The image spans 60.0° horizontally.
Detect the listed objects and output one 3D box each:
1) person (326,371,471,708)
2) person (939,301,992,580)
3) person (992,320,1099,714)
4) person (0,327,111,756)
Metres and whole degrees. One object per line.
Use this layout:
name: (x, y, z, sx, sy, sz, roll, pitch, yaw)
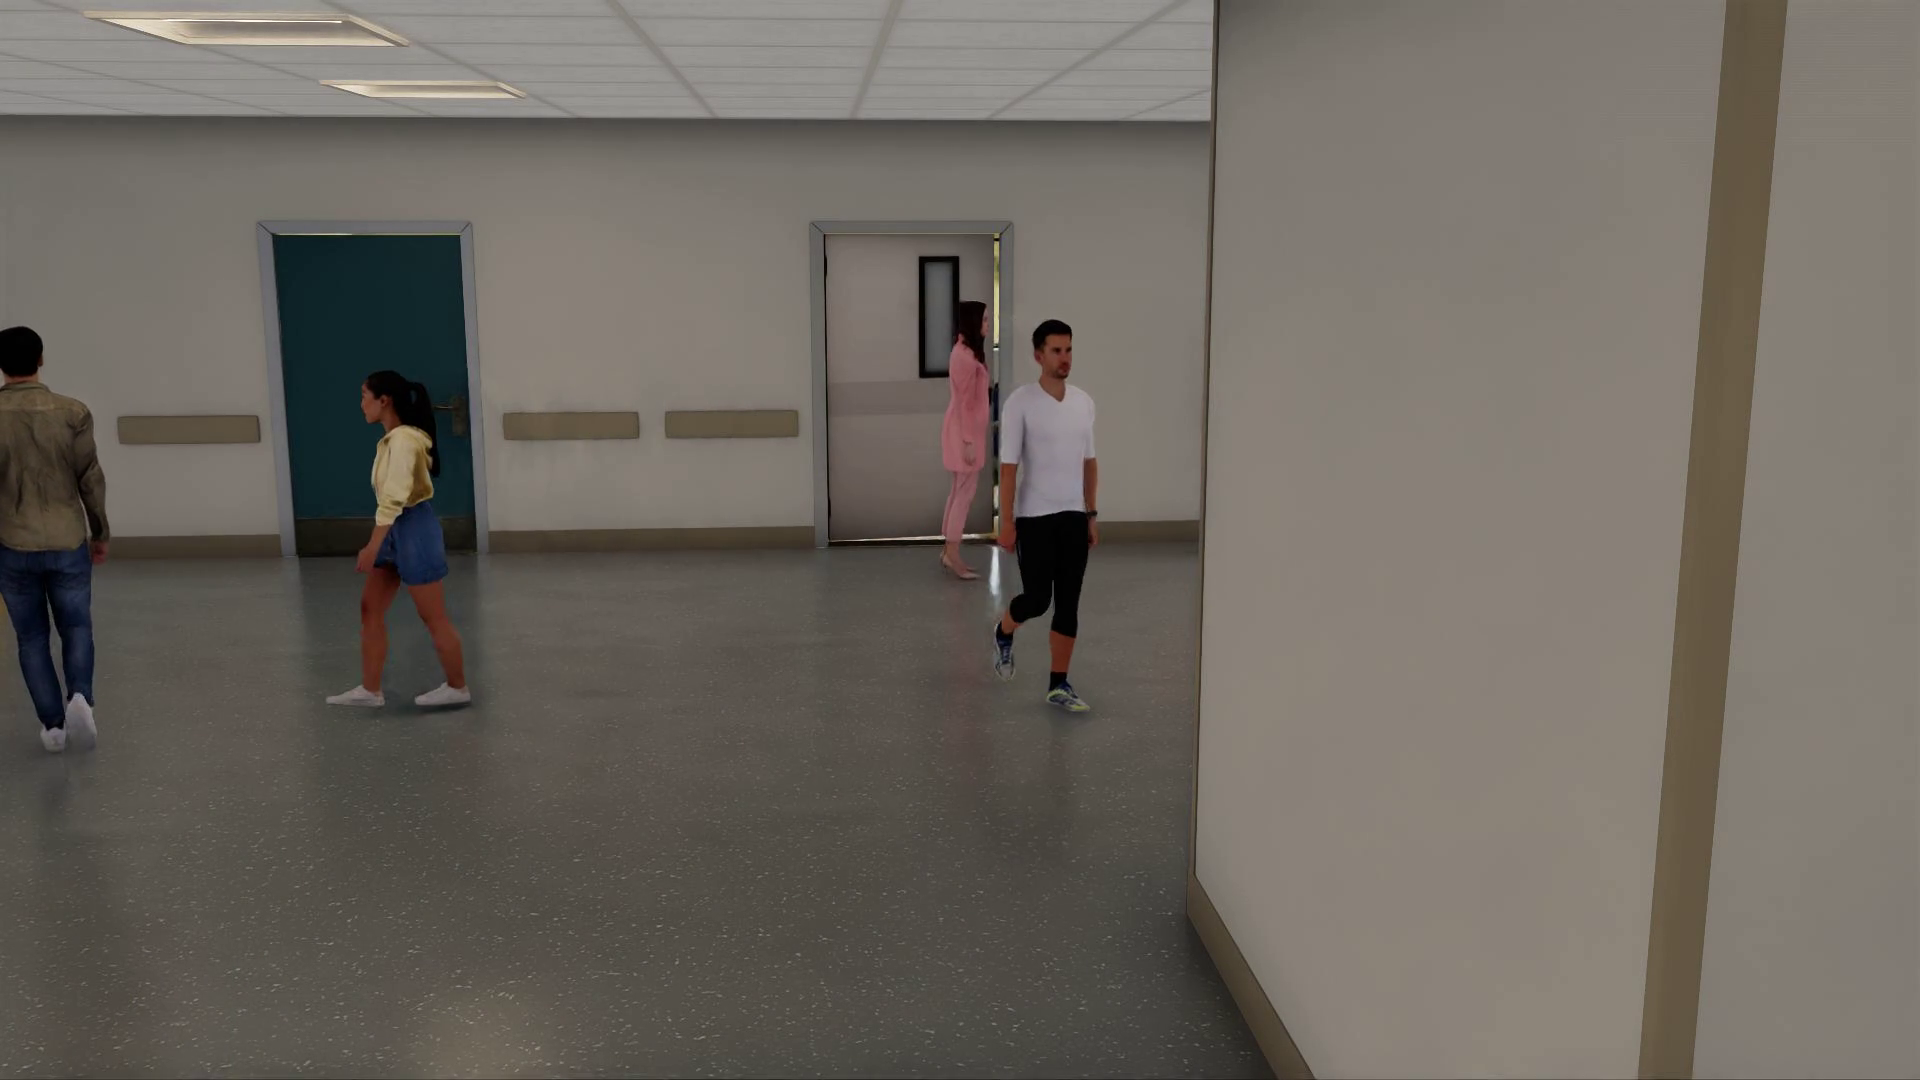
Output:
person: (-2.490, 0.026, 7.799, 0.979, 1.601, 0.827, -5, 12, -26)
person: (0.017, -0.648, 10.829, 0.546, 1.796, 0.616, -1, 11, -3)
person: (0.386, -0.120, 7.927, 0.989, 1.839, 0.960, -6, 12, -29)
person: (-3.906, 0.039, 7.051, 0.971, 1.853, 0.981, -6, 12, -30)
